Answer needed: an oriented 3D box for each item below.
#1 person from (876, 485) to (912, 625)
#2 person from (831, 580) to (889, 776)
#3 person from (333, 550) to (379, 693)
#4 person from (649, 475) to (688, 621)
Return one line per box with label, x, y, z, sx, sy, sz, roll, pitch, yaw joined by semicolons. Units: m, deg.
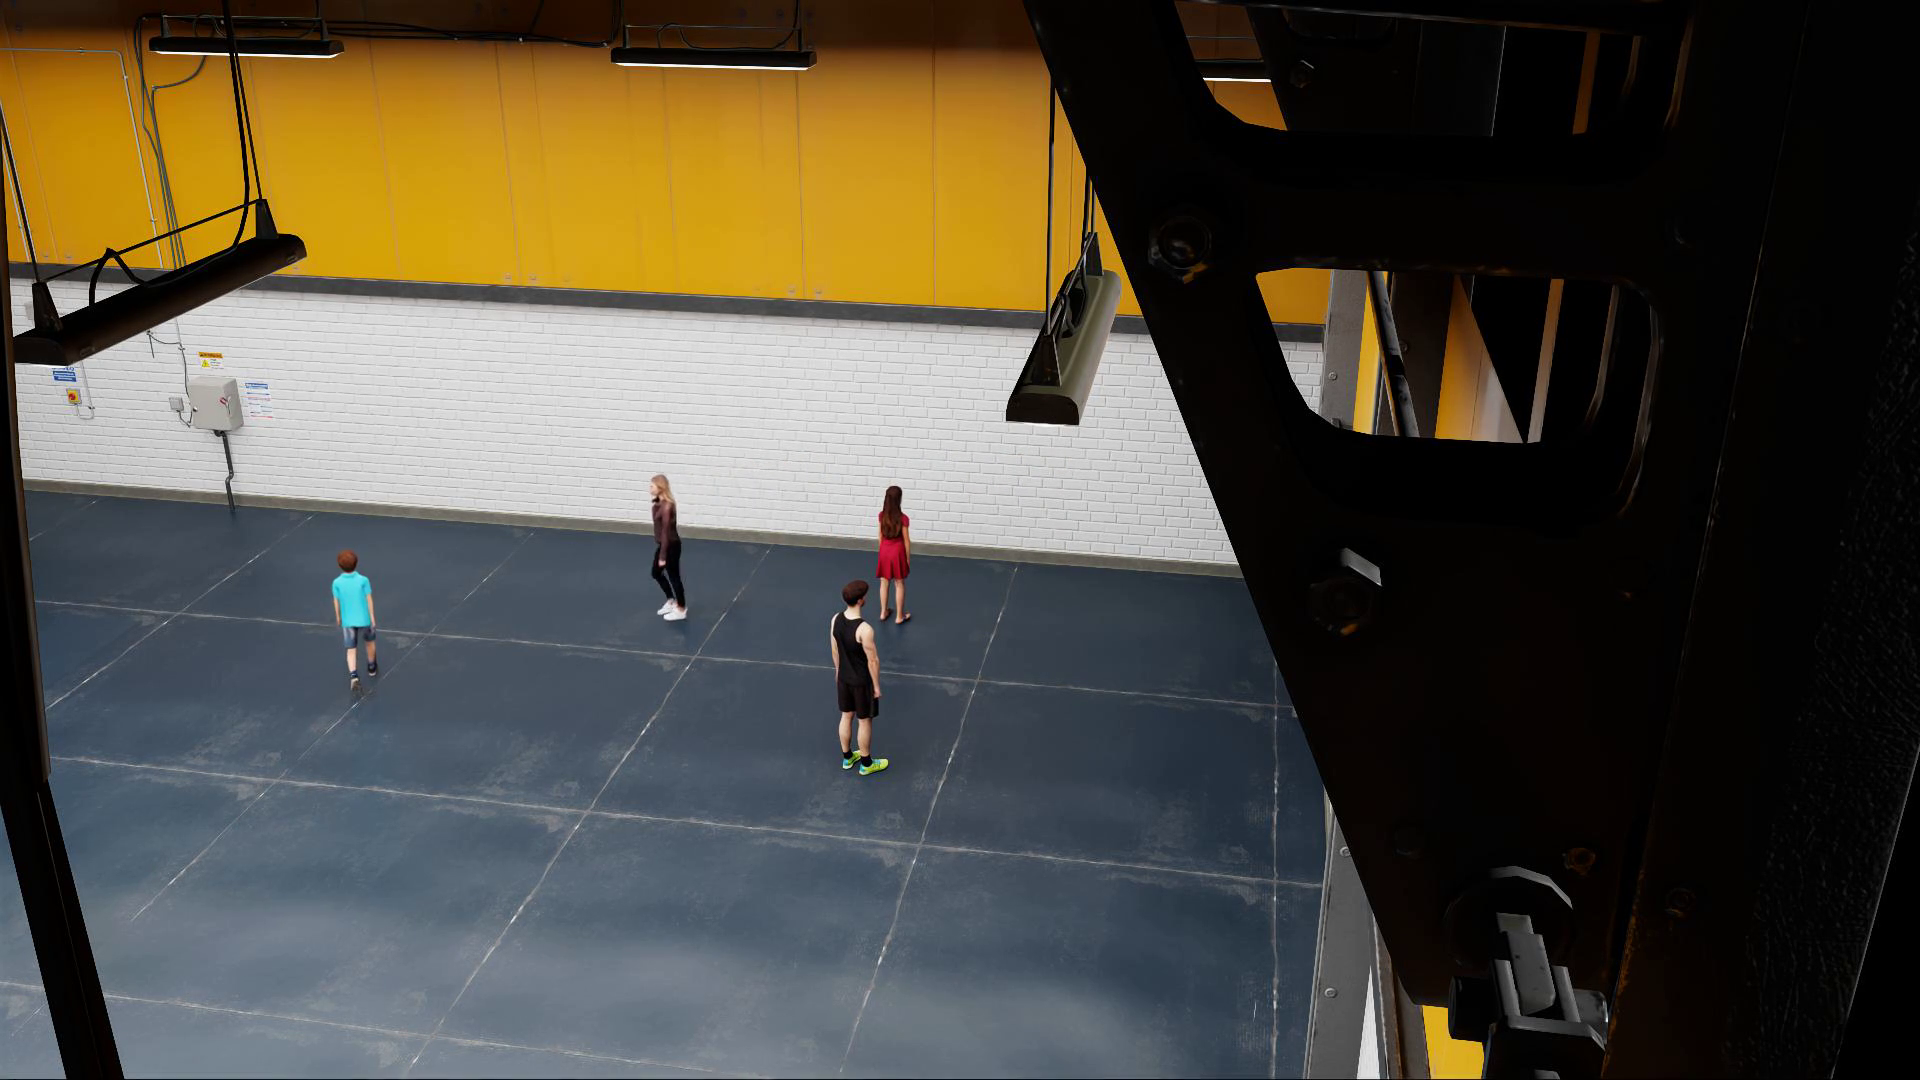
person;-0.727;0.147;17.950;0.588;1.550;0.648;8;25;18
person;-0.935;1.240;15.024;0.767;1.892;0.758;17;29;34
person;-6.026;0.812;16.587;0.768;1.425;0.991;-6;24;-14
person;-3.058;0.080;17.925;0.786;1.693;0.671;-7;25;-16
